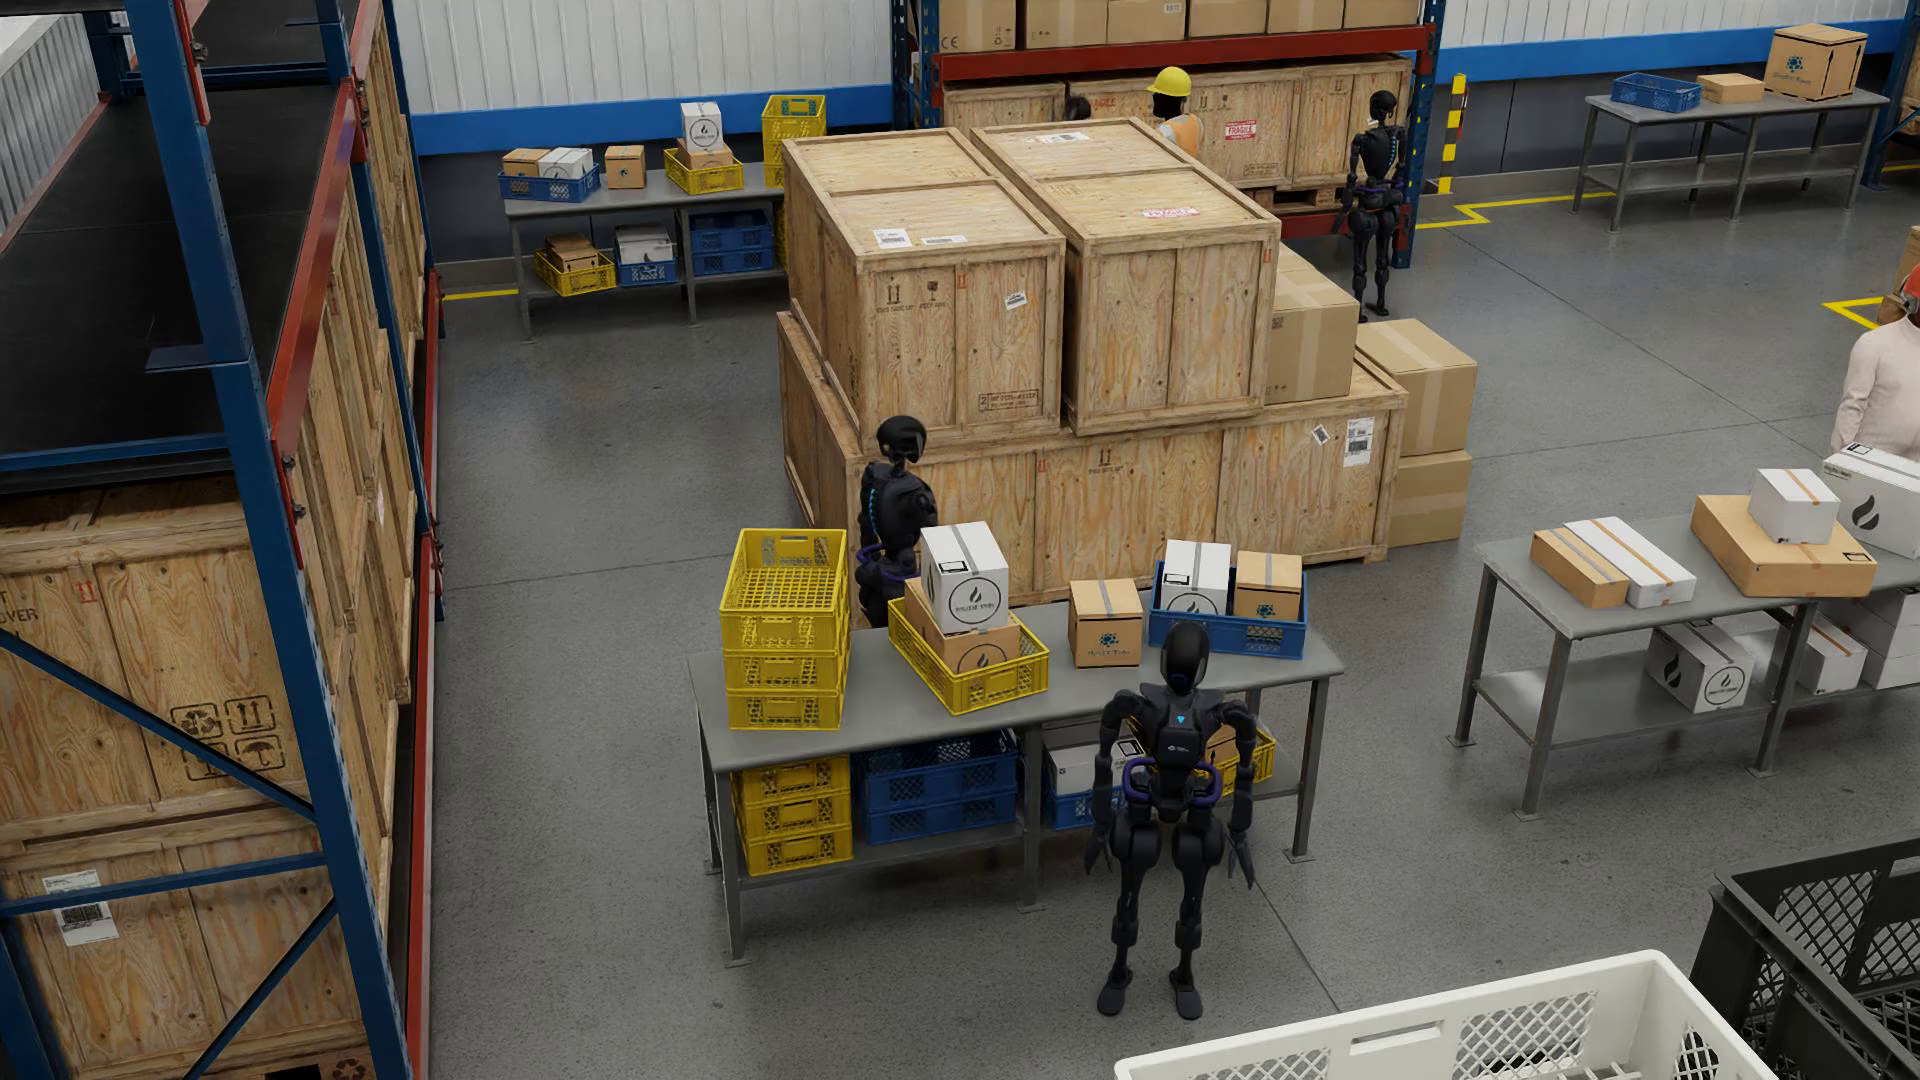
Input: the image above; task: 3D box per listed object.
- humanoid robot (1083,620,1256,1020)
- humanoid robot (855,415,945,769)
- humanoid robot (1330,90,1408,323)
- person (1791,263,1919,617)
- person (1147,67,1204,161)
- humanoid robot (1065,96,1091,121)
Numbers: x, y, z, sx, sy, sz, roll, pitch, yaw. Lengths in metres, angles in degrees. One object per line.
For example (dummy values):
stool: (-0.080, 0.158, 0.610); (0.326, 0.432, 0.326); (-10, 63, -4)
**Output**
humanoid robot: (0.736, 1.006, 5.819); (0.600, 1.653, 0.331); (3, 29, 5)
humanoid robot: (-0.256, 0.223, 7.239); (0.313, 1.657, 0.610); (-21, 35, -33)
humanoid robot: (2.975, -2.411, 12.017); (0.593, 1.657, 0.324); (-17, 33, -27)
person: (4.495, -0.419, 8.090); (0.610, 1.994, 0.378); (-8, 30, -14)
person: (1.444, -2.328, 11.620); (0.349, 1.929, 0.592); (20, 35, 32)
humanoid robot: (0.766, -2.402, 12.038); (0.621, 1.639, 0.394); (22, 36, 34)
